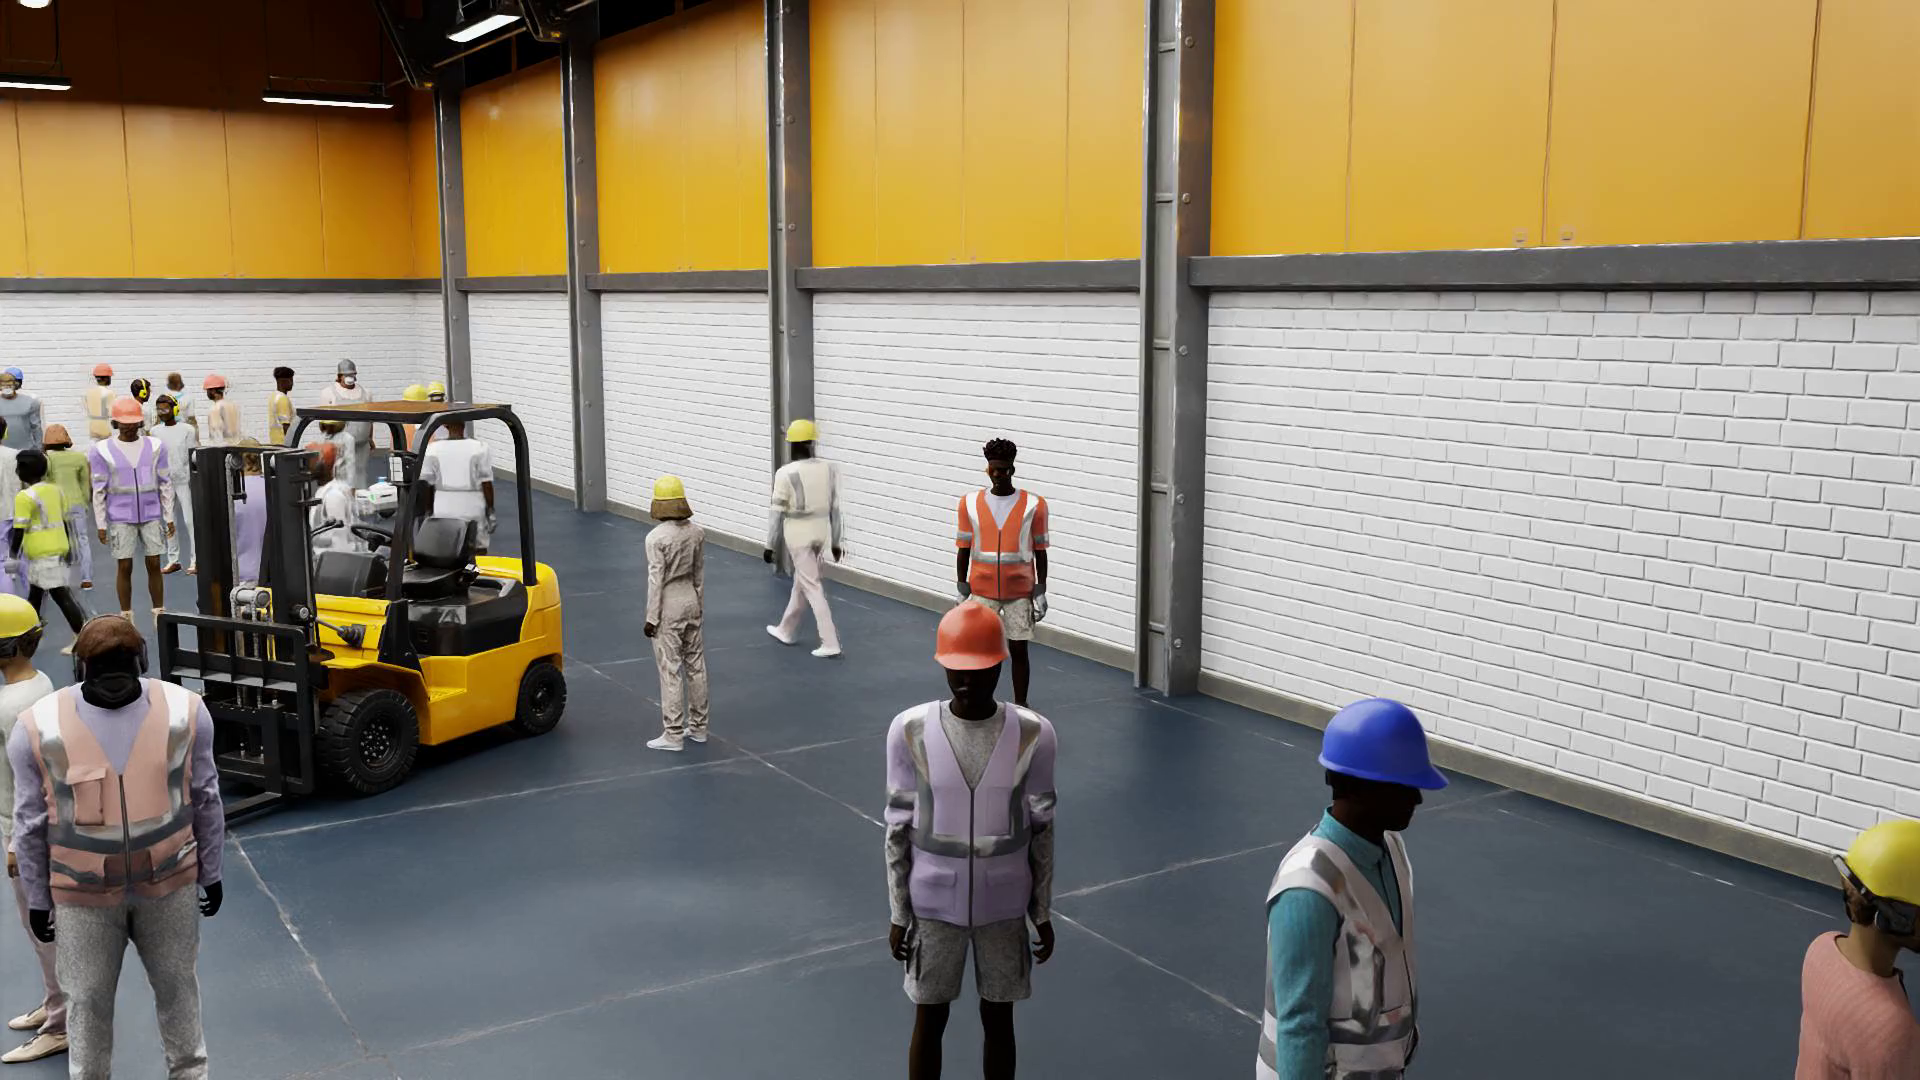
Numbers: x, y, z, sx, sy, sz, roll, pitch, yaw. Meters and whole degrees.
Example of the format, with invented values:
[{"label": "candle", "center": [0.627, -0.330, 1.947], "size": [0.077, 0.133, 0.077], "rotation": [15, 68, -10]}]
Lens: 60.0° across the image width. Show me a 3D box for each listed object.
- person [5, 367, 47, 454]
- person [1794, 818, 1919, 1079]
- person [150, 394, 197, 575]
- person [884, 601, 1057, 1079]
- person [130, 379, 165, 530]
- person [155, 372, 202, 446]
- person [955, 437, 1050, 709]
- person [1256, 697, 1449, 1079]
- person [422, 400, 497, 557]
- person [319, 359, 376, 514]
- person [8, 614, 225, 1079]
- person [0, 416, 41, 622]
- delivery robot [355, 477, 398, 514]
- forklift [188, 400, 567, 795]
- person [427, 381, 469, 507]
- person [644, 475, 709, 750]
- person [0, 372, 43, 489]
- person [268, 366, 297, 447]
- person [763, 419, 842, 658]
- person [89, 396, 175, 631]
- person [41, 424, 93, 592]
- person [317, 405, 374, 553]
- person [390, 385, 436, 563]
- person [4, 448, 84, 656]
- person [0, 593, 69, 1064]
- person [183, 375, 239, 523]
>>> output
[{"label": "person", "center": [-12.098, -1.256, 21.428], "size": [0.604, 1.939, 0.414], "rotation": [-6, 10, -36]}, {"label": "person", "center": [1.994, 1.466, 3.686], "size": [0.345, 1.758, 0.532], "rotation": [2, 9, 13]}, {"label": "person", "center": [-8.030, -0.564, 17.027], "size": [0.510, 1.861, 0.324], "rotation": [1, 8, 4]}, {"label": "person", "center": [0.036, 1.143, 5.242], "size": [0.544, 1.939, 0.372], "rotation": [0, 8, -2]}, {"label": "person", "center": [-9.874, -1.013, 20.073], "size": [0.523, 1.856, 0.341], "rotation": [4, 9, 26]}, {"label": "person", "center": [-10.606, -1.360, 22.499], "size": [0.542, 1.825, 0.527], "rotation": [0, 8, -1]}, {"label": "person", "center": [0.269, 0.314, 10.738], "size": [0.612, 1.963, 0.361], "rotation": [1, 9, 8]}, {"label": "person", "center": [0.935, 1.325, 4.036], "size": [0.425, 1.938, 0.603], "rotation": [5, 10, 32]}, {"label": "person", "center": [-4.390, -0.252, 14.608], "size": [0.635, 1.944, 0.444], "rotation": [-1, 8, -5]}, {"label": "person", "center": [-7.887, -1.326, 21.542], "size": [0.674, 2.000, 0.535], "rotation": [-7, 11, -40]}, {"label": "person", "center": [-2.798, 1.147, 5.581], "size": [0.629, 1.836, 0.429], "rotation": [-5, 10, -31]}, {"label": "person", "center": [-8.231, -0.159, 14.308], "size": [0.350, 1.861, 0.513], "rotation": [2, 9, 15]}, {"label": "delivery robot", "center": [-7.274, -0.550, 20.980], "size": [0.477, 0.478, 0.707], "rotation": [4, 9, 27]}, {"label": "forklift", "center": [-3.529, 0.258, 10.348], "size": [1.214, 2.155, 2.313], "rotation": [4, 9, 25]}, {"label": "person", "center": [-6.261, -1.010, 20.160], "size": [0.684, 1.820, 0.406], "rotation": [-2, 9, -14]}, {"label": "person", "center": [-1.817, 0.456, 10.533], "size": [0.302, 1.741, 0.494], "rotation": [5, 10, 33]}, {"label": "person", "center": [-11.527, -1.079, 20.270], "size": [0.641, 1.928, 0.386], "rotation": [-5, 10, -30]}, {"label": "person", "center": [-8.581, -1.233, 21.167], "size": [0.367, 1.966, 0.605], "rotation": [-6, 10, -35]}, {"label": "person", "center": [-1.267, -0.020, 13.277], "size": [0.982, 1.877, 0.597], "rotation": [7, 11, 40]}, {"label": "person", "center": [-6.911, -0.188, 13.929], "size": [0.611, 2.030, 0.410], "rotation": [-7, 11, -39]}, {"label": "person", "center": [-8.631, -0.304, 16.018], "size": [0.286, 1.632, 0.500], "rotation": [6, 11, 37]}, {"label": "person", "center": [-6.551, -0.594, 17.678], "size": [0.509, 1.714, 0.565], "rotation": [3, 9, 22]}, {"label": "person", "center": [-5.694, -0.664, 17.460], "size": [0.590, 1.927, 0.367], "rotation": [4, 9, 25]}, {"label": "person", "center": [-7.302, 0.108, 13.149], "size": [0.849, 1.649, 0.552], "rotation": [-1, 8, -4]}, {"label": "person", "center": [-3.539, 1.074, 6.287], "size": [0.312, 1.767, 0.533], "rotation": [-4, 9, -24]}, {"label": "person", "center": [-9.122, -1.098, 20.563], "size": [0.963, 1.889, 0.549], "rotation": [1, 9, 7]}]
